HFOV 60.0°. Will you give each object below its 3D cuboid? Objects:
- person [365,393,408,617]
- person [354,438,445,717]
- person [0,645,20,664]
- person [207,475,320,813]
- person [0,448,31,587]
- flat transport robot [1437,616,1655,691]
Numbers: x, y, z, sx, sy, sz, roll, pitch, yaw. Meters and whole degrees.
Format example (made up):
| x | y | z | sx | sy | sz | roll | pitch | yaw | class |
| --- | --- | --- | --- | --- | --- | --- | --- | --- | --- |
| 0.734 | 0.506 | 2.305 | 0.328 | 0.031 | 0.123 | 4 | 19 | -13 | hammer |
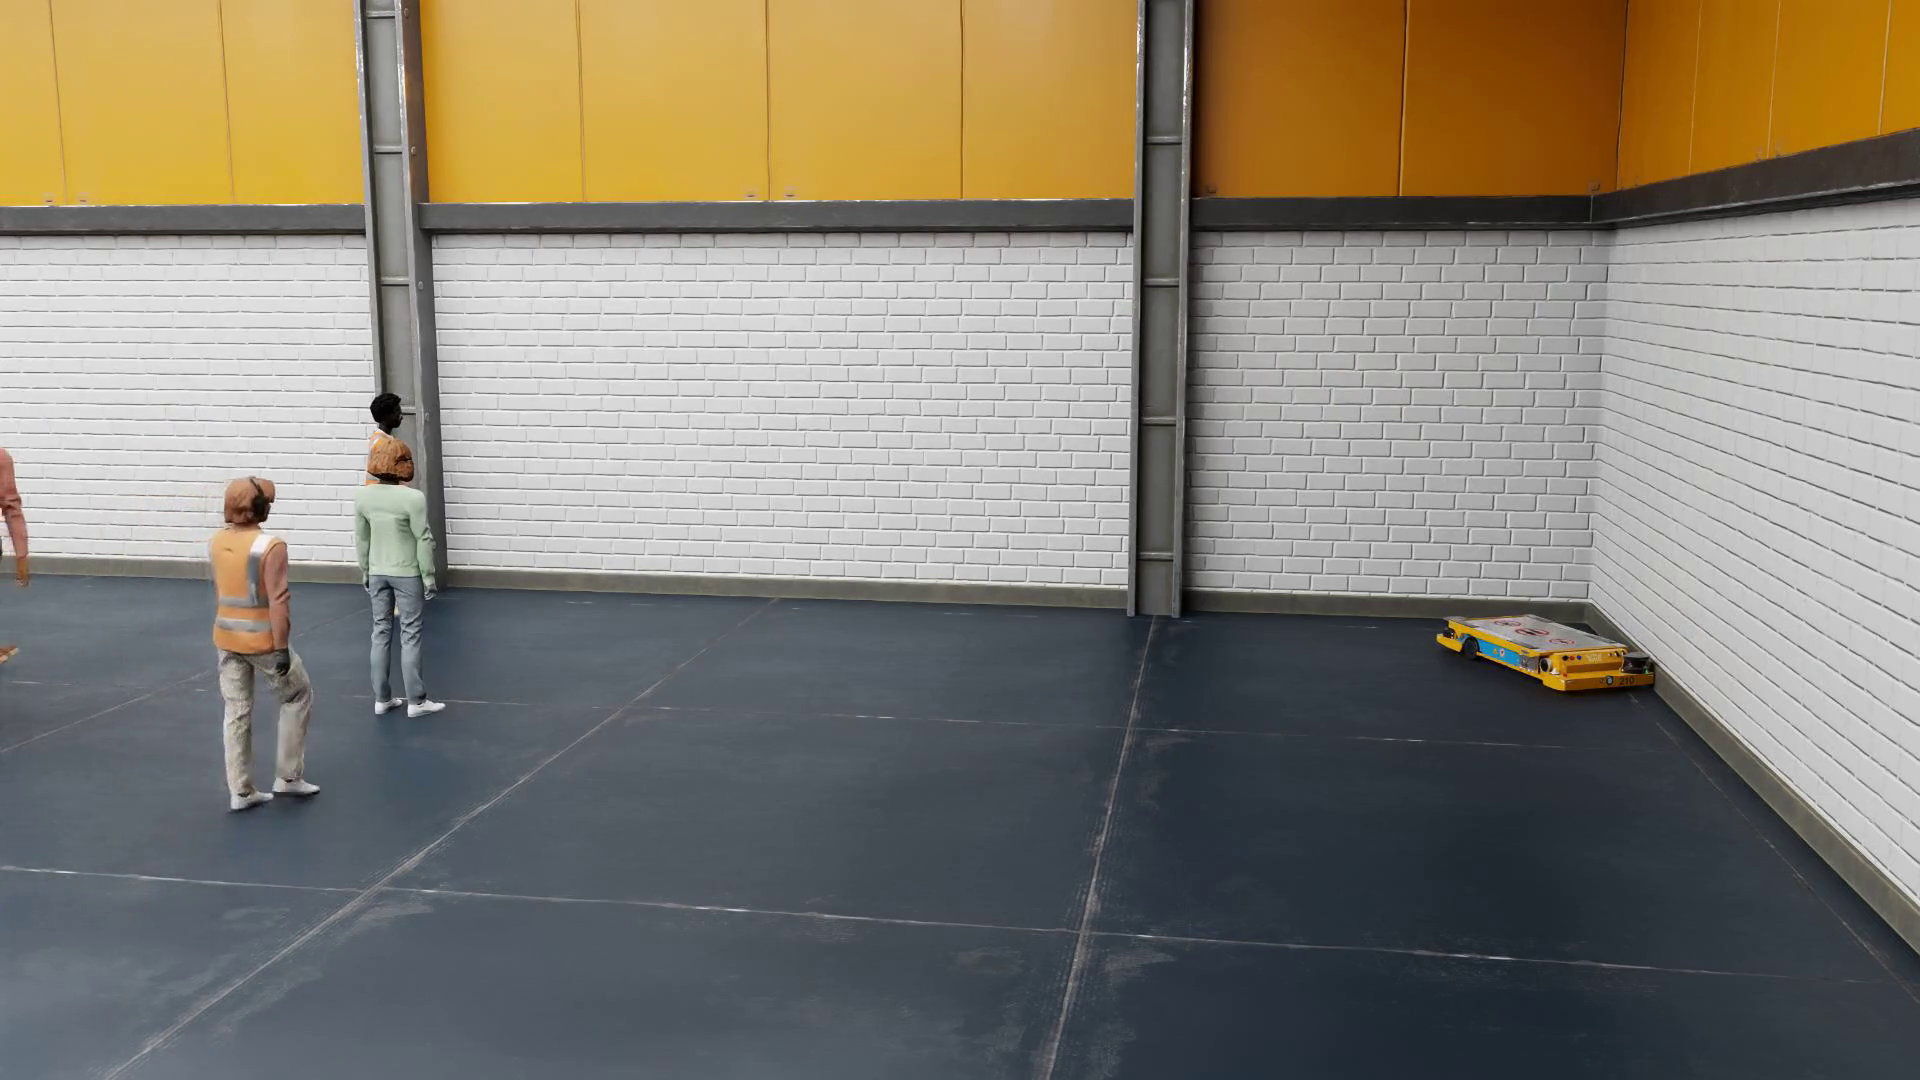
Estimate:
| x | y | z | sx | sy | sz | roll | pitch | yaw | class |
| --- | --- | --- | --- | --- | --- | --- | --- | --- | --- |
| -4.333 | -0.266 | 12.576 | 0.320 | 1.690 | 0.524 | -3 | 10 | -18 | person |
| -3.290 | 0.221 | 9.734 | 0.508 | 1.632 | 0.271 | 3 | 10 | 19 | person |
| -6.752 | -0.105 | 10.853 | 1.073 | 1.925 | 0.624 | 0 | 9 | -1 | person |
| -3.375 | 0.496 | 8.074 | 0.541 | 1.617 | 0.552 | 4 | 10 | 24 | person |
| -5.568 | 0.112 | 9.354 | 0.646 | 1.968 | 0.806 | -9 | 13 | -43 | person |
| 3.802 | 0.713 | 10.896 | 0.652 | 0.197 | 1.431 | -3 | 10 | -16 | flat transport robot |
